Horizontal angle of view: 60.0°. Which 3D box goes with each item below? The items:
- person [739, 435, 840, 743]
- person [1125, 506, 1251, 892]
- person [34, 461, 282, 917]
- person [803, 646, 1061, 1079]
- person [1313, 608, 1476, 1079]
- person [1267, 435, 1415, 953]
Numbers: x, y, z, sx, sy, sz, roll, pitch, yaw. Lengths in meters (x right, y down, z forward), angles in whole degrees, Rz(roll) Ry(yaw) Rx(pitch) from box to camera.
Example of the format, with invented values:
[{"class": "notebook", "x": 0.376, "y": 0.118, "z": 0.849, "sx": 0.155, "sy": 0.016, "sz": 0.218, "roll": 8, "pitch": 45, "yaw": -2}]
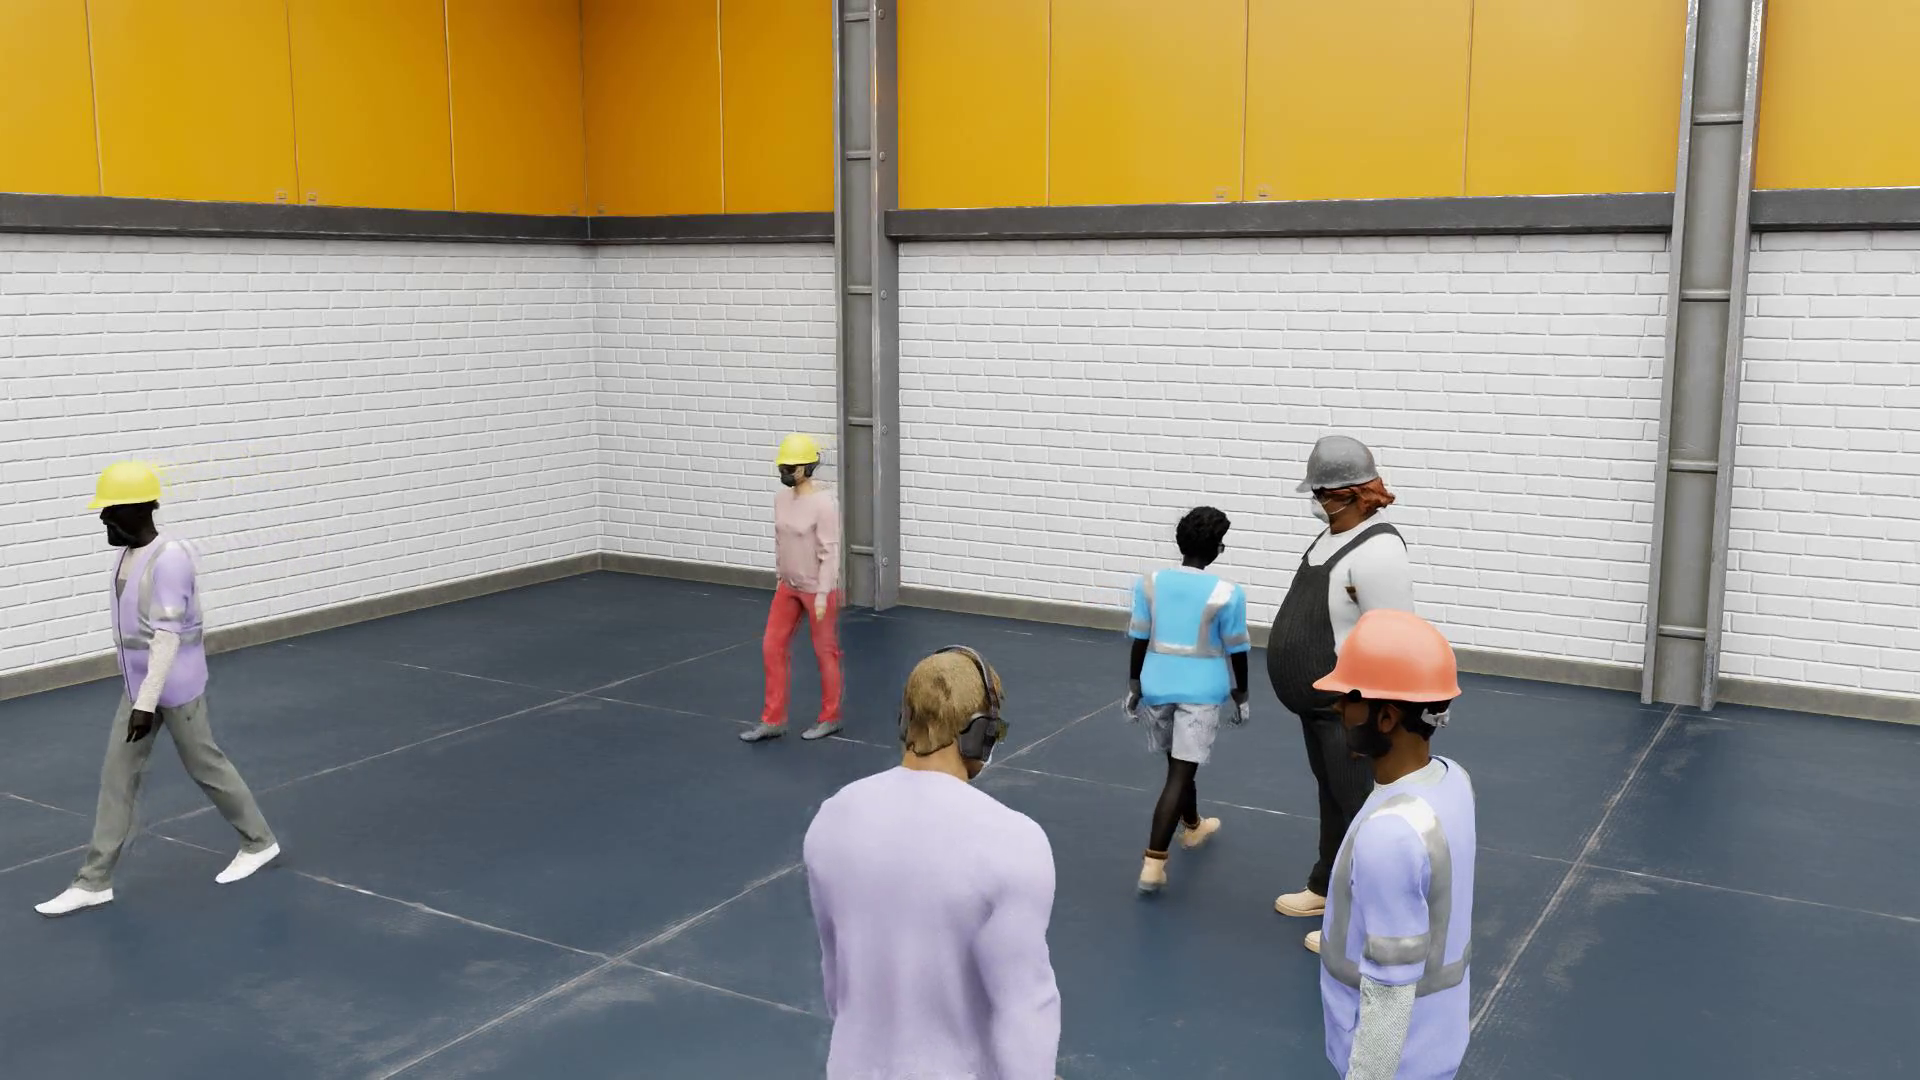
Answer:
[{"class": "person", "x": -0.953, "y": 0.292, "z": 9.290, "sx": 0.547, "sy": 1.741, "sz": 0.711, "roll": 8, "pitch": 12, "yaw": 42}, {"class": "person", "x": 0.997, "y": 0.670, "z": 7.265, "sx": 0.542, "sy": 1.642, "sz": 0.903, "roll": 6, "pitch": 11, "yaw": 34}, {"class": "person", "x": -3.386, "y": 0.599, "z": 7.012, "sx": 0.592, "sy": 1.879, "sz": 0.981, "roll": 7, "pitch": 12, "yaw": 38}, {"class": "person", "x": -0.007, "y": 1.161, "z": 3.514, "sx": 0.687, "sy": 1.864, "sz": 1.035, "roll": 7, "pitch": 11, "yaw": 35}, {"class": "person", "x": 0.922, "y": 1.106, "z": 3.639, "sx": 0.354, "sy": 1.939, "sz": 0.545, "roll": 4, "pitch": 10, "yaw": 25}, {"class": "person", "x": 1.477, "y": 0.590, "z": 6.538, "sx": 0.536, "sy": 2.000, "sz": 0.681, "roll": 0, "pitch": 9, "yaw": -3}]
